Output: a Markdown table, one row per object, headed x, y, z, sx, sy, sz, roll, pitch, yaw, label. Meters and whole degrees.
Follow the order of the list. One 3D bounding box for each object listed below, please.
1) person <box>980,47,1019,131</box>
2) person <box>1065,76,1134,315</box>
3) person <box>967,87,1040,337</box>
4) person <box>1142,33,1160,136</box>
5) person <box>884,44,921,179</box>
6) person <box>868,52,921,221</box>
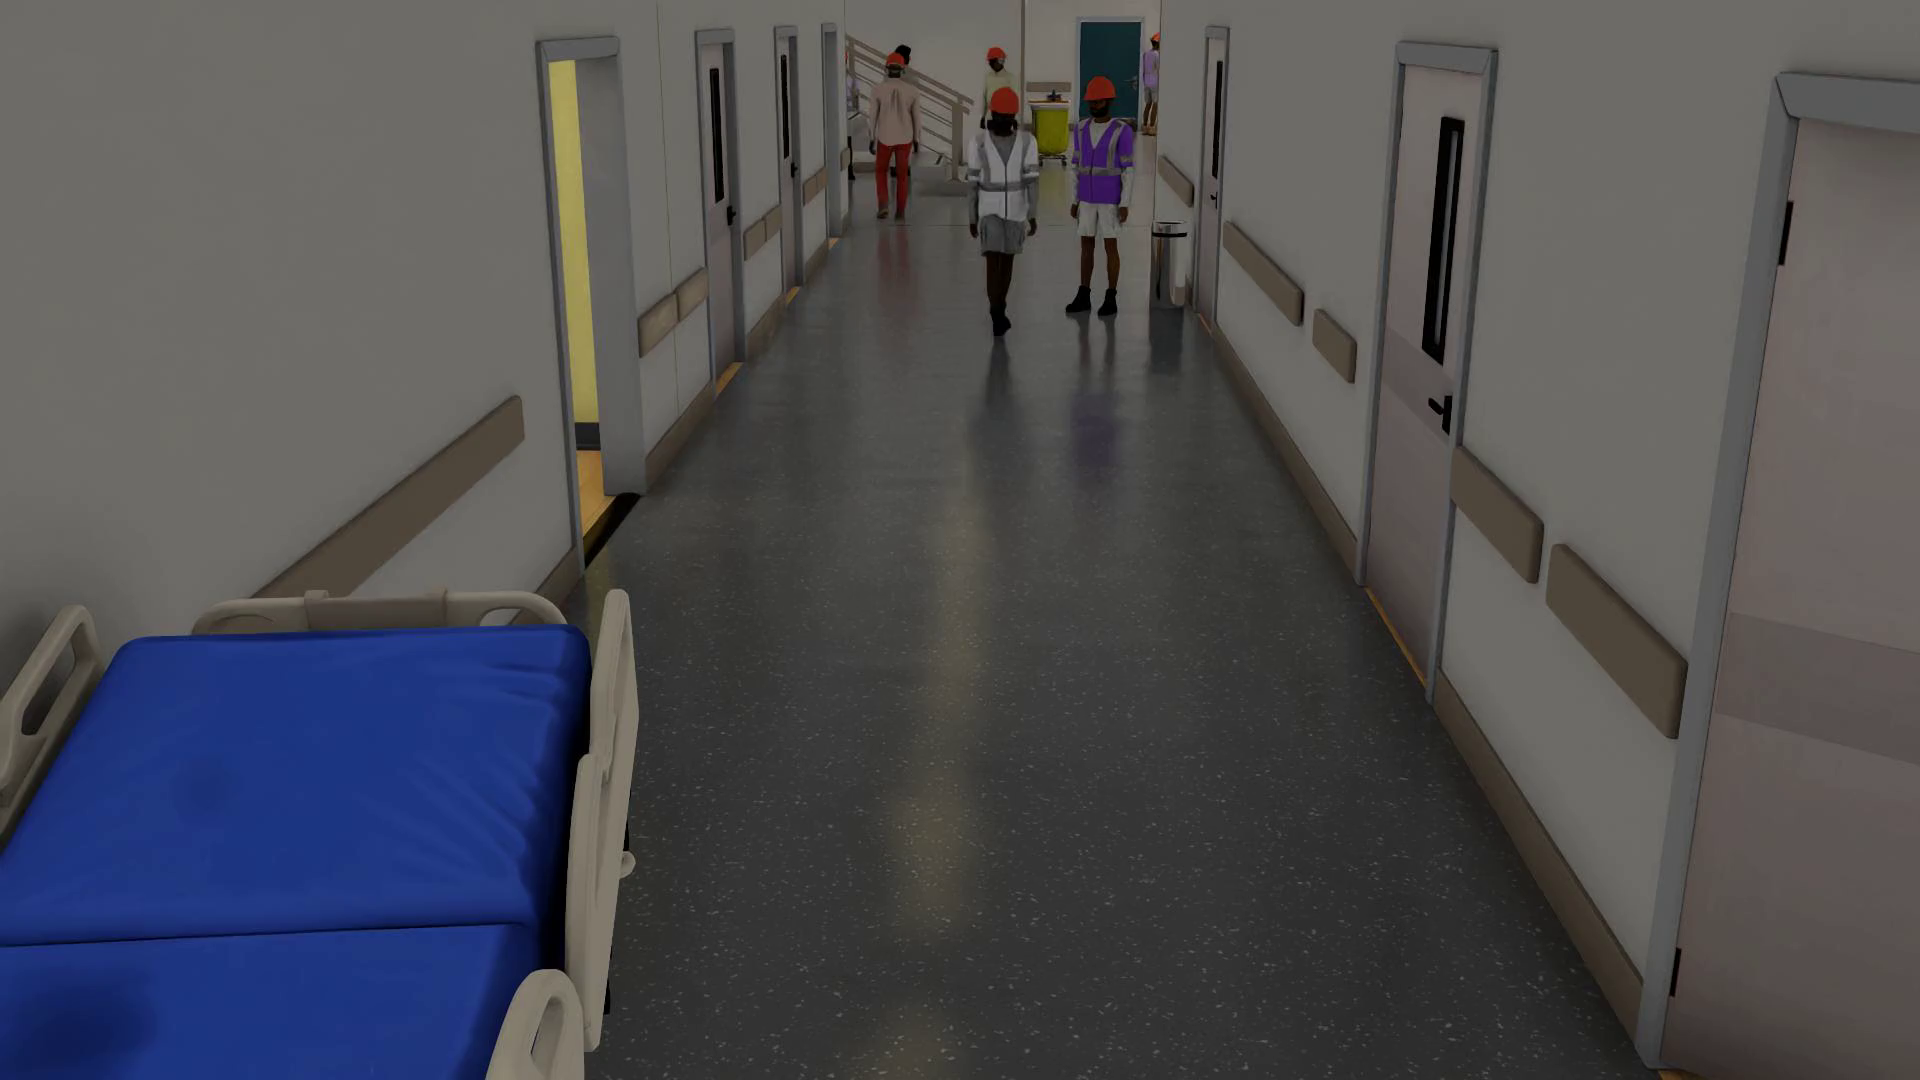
| x | y | z | sx | sy | sz | roll | pitch | yaw | label |
| --- | --- | --- | --- | --- | --- | --- | --- | --- | --- |
| 0.620 | -6.228 | 24.417 | 0.645 | 1.960 | 0.853 | 16 | 24 | 41 | person |
| 1.151 | -2.835 | 13.771 | 0.546 | 1.939 | 0.375 | 11 | 21 | 32 | person |
| 0.349 | -2.525 | 12.878 | 0.546 | 1.880 | 1.014 | -2 | 18 | -7 | person |
| 3.949 | -9.229 | 33.728 | 0.409 | 2.028 | 0.615 | -11 | 21 | -31 | person |
| -0.864 | -6.474 | 25.159 | 0.606 | 1.967 | 0.367 | -12 | 21 | -33 | person |
| -0.785 | -4.817 | 19.925 | 0.639 | 1.976 | 0.432 | -3 | 18 | -9 | person |
